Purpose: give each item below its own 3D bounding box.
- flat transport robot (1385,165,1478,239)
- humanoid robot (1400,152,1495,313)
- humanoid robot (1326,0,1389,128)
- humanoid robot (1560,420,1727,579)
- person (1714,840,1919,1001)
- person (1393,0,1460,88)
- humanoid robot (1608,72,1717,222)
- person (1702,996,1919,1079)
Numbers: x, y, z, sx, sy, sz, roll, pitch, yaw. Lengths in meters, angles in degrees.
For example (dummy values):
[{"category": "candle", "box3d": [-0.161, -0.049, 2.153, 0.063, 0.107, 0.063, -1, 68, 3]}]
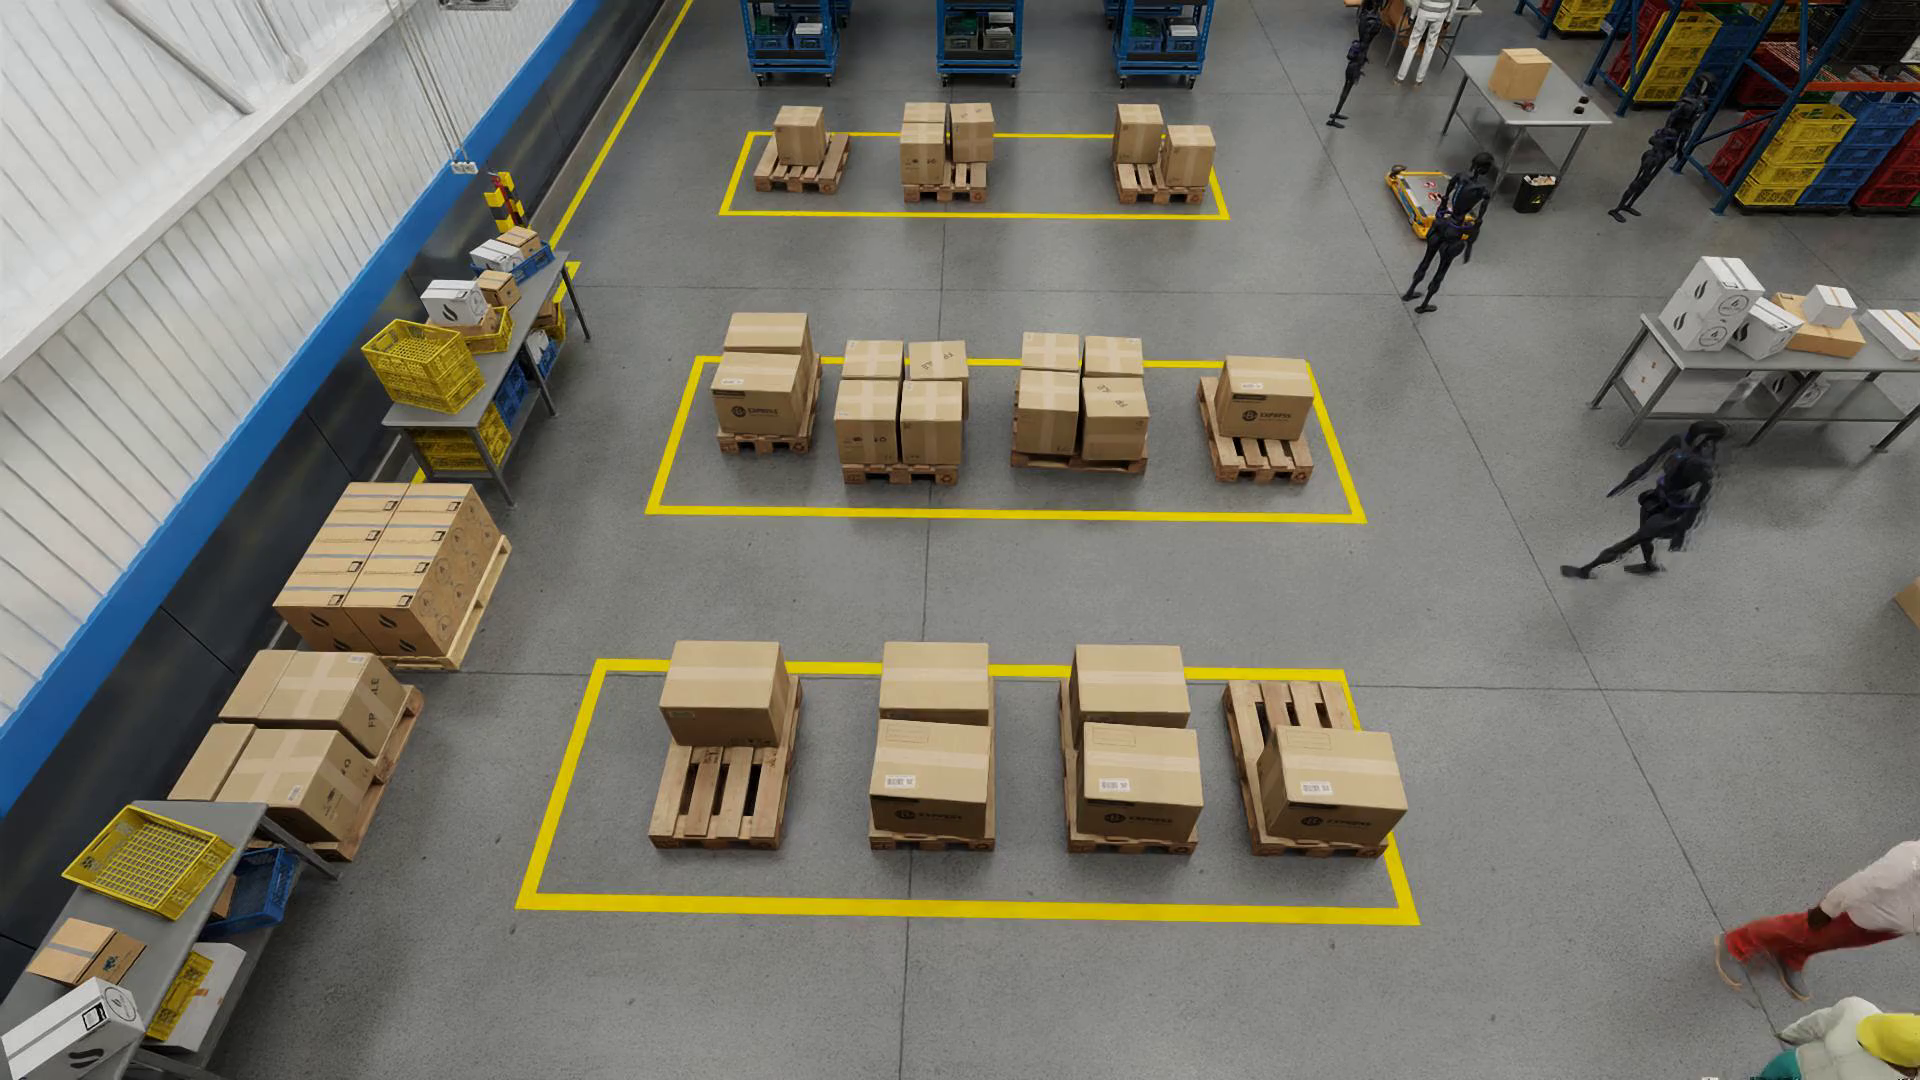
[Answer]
[{"category": "flat transport robot", "box3d": [5.692, -4.094, 11.059, 0.652, 0.197, 1.431, 1, 49, 1]}, {"category": "humanoid robot", "box3d": [4.968, -3.106, 9.290, 0.310, 1.654, 0.561, -15, 51, -13]}, {"category": "humanoid robot", "box3d": [5.255, -6.328, 12.077, 0.324, 1.652, 0.574, 18, 52, 15]}, {"category": "humanoid robot", "box3d": [5.283, -0.257, 6.860, 0.791, 1.621, 0.579, 5, 49, 4]}, {"category": "person", "box3d": [4.780, 1.919, 4.748, 0.642, 1.976, 0.407, 4, 49, 3]}, {"category": "person", "box3d": [6.589, -7.328, 12.809, 0.573, 1.882, 0.356, 12, 50, 10]}, {"category": "humanoid robot", "box3d": [8.056, -4.471, 10.462, 0.605, 1.657, 0.316, -22, 53, -18]}, {"category": "person", "box3d": [4.052, 2.580, 4.339, 0.637, 1.709, 0.543, 9, 50, 8]}]
